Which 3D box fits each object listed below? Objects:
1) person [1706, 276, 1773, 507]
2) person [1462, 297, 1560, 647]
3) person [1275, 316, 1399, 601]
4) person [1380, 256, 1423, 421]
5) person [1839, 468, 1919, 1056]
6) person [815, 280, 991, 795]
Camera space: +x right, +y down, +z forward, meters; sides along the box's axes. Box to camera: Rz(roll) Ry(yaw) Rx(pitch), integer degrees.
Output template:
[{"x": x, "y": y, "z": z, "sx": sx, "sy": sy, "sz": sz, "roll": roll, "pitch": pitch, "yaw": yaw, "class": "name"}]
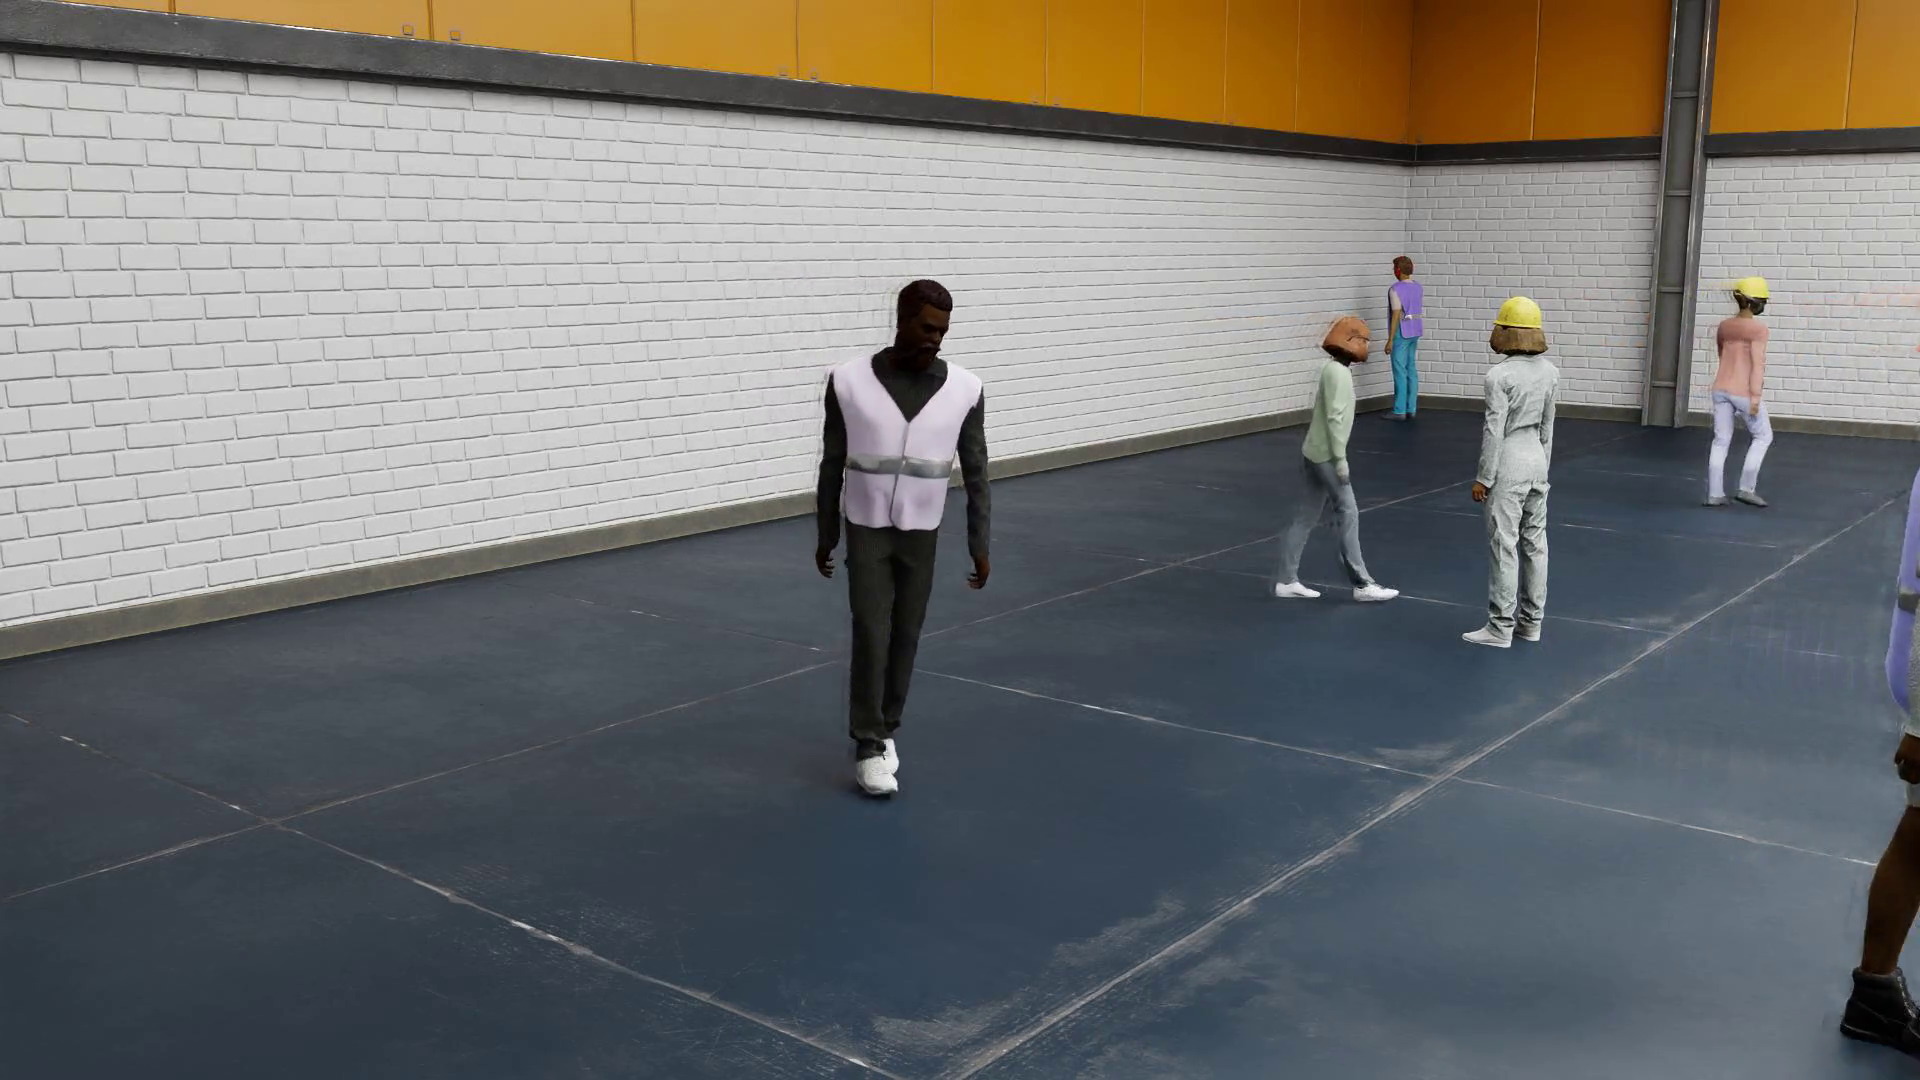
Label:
[{"x": 5.936, "y": -1.106, "z": 12.581, "sx": 0.523, "sy": 1.751, "sz": 0.526, "roll": -3, "pitch": 11, "yaw": -19, "class": "person"}, {"x": 2.754, "y": -0.335, "z": 8.314, "sx": 0.484, "sy": 1.744, "sz": 0.295, "roll": -6, "pitch": 12, "yaw": -32, "class": "person"}, {"x": 2.139, "y": -0.442, "z": 9.288, "sx": 0.757, "sy": 1.593, "sz": 0.517, "roll": 2, "pitch": 10, "yaw": 9, "class": "person"}, {"x": 4.997, "y": -2.262, "z": 18.713, "sx": 0.565, "sy": 1.841, "sz": 0.387, "roll": -9, "pitch": 14, "yaw": -42, "class": "person"}, {"x": 2.478, "y": 0.363, "z": 3.978, "sx": 0.584, "sy": 1.916, "sz": 0.549, "roll": 5, "pitch": 11, "yaw": 26, "class": "person"}, {"x": -0.200, "y": -0.011, "z": 6.141, "sx": 0.629, "sy": 1.873, "sz": 0.724, "roll": -2, "pitch": 10, "yaw": -12, "class": "person"}]
